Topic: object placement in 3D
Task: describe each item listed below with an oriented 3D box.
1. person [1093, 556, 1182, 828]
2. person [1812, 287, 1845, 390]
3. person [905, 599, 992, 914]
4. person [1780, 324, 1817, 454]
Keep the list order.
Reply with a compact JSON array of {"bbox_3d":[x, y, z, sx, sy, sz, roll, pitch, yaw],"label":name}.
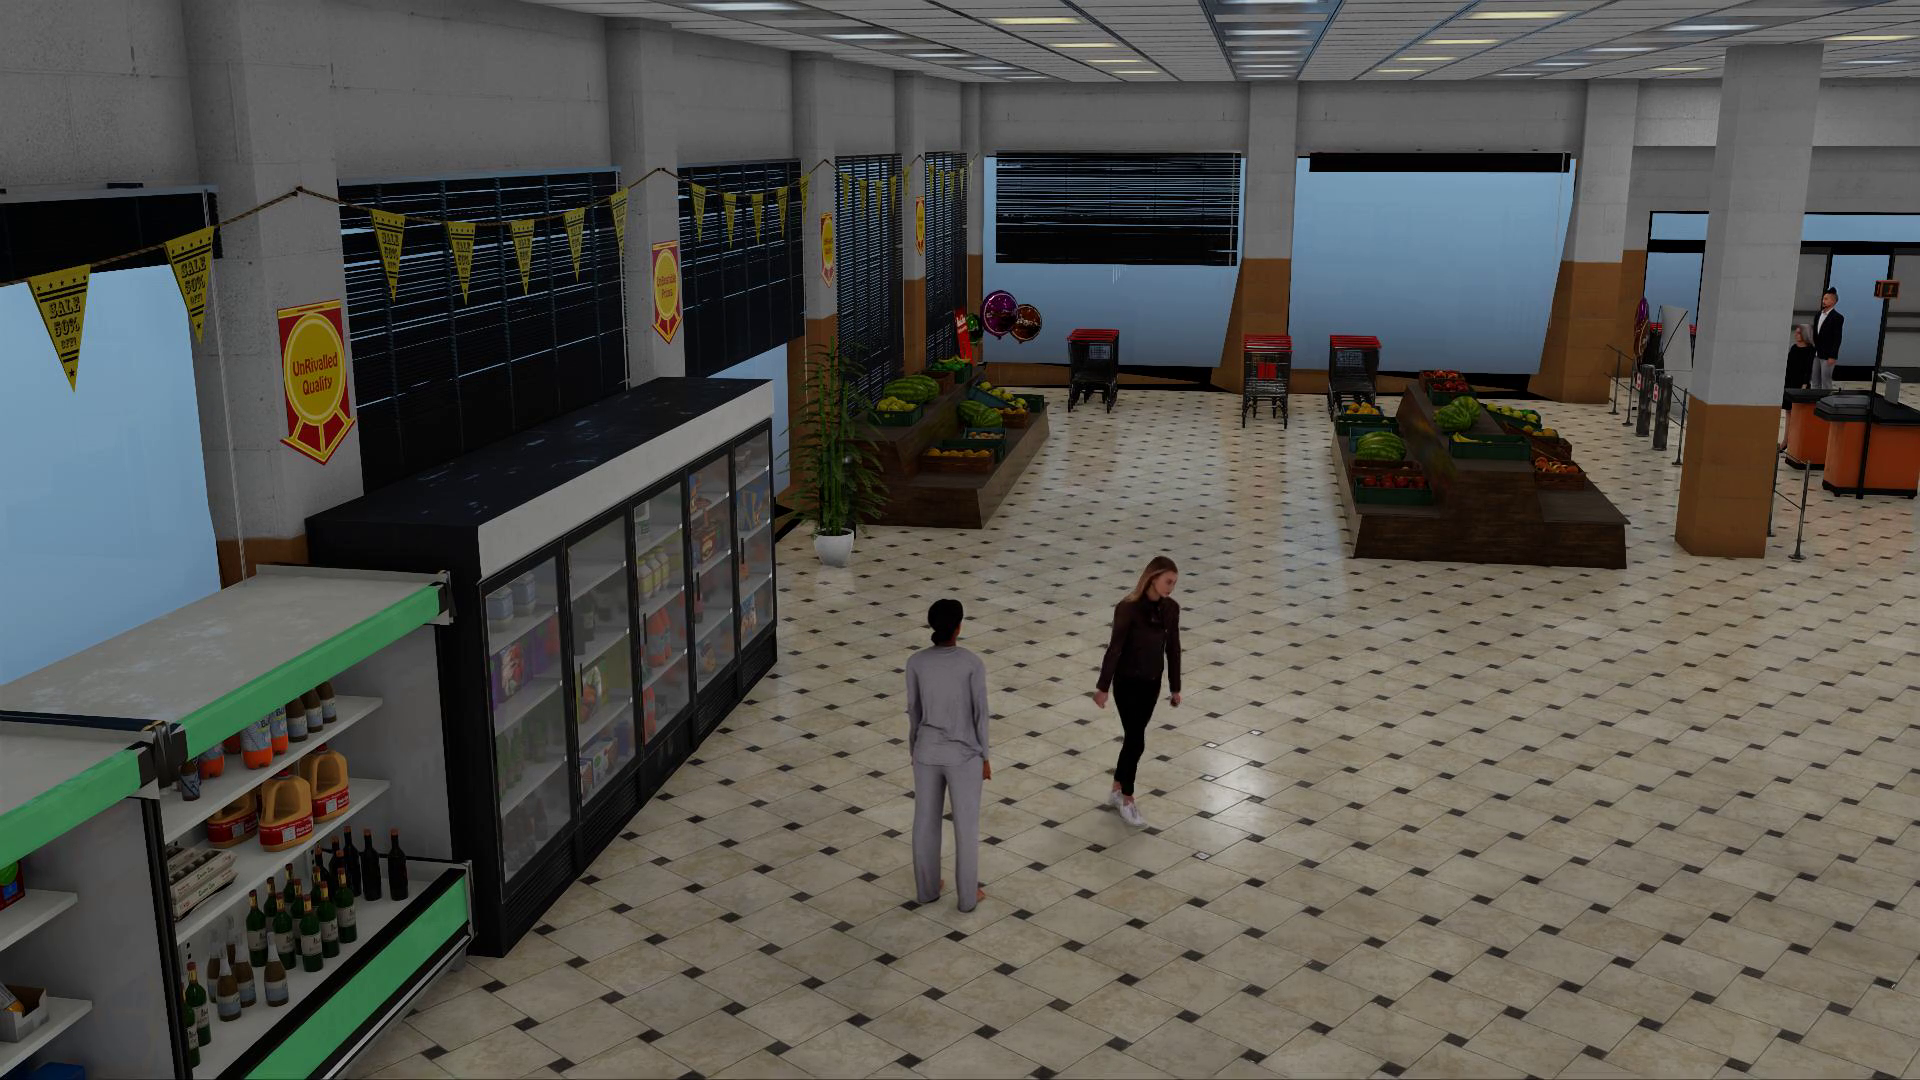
[{"bbox_3d":[1.065,0.891,10.332,0.872,1.670,0.927,-7,15,-25],"label":"person"},{"bbox_3d":[13.076,-2.844,25.138,0.851,1.949,0.683,-3,14,-13],"label":"person"},{"bbox_3d":[-0.068,1.165,9.064,0.664,1.735,0.614,5,15,20],"label":"person"},{"bbox_3d":[11.112,-2.004,22.105,0.738,1.747,0.624,-3,14,-12],"label":"person"}]
